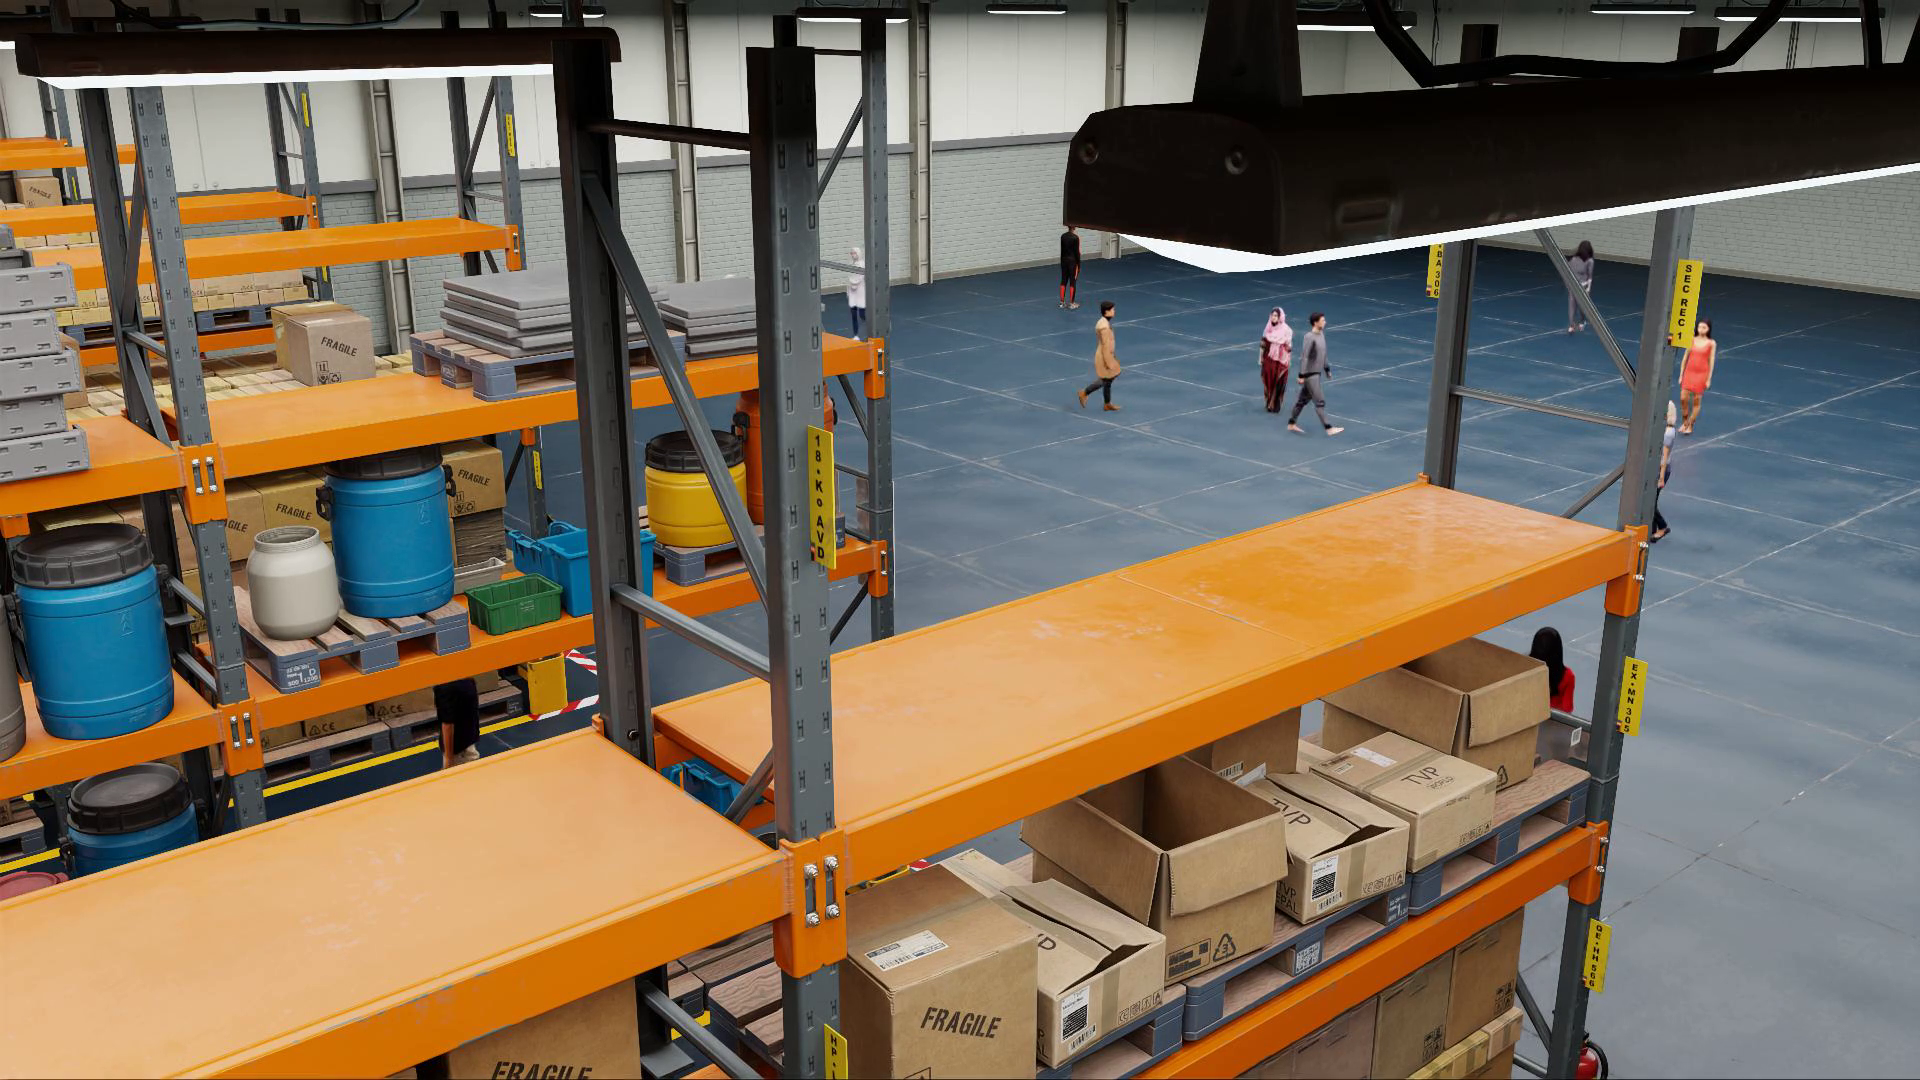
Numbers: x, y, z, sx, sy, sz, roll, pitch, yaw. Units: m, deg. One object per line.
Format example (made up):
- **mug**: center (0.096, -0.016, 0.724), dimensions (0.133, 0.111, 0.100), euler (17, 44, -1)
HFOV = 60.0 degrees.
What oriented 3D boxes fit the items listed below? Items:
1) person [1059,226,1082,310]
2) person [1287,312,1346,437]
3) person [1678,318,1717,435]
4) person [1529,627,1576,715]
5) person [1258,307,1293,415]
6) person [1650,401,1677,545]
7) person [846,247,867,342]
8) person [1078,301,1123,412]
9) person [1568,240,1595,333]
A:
- **person**: center (2.253, -5.690, 34.229), dimensions (0.669, 1.806, 0.624), euler (11, 21, 31)
- **person**: center (5.019, -2.403, 24.137), dimensions (1.038, 1.805, 1.173), euler (10, 21, 28)
- **person**: center (10.761, -2.393, 24.262), dimensions (0.677, 1.710, 0.664), euler (12, 22, 33)
- **person**: center (4.283, 1.474, 12.330), dimensions (0.727, 1.746, 0.770), euler (4, 18, 12)
- **person**: center (4.891, -2.777, 25.594), dimensions (0.791, 1.615, 0.969), euler (11, 21, 31)
- **person**: center (8.157, -0.759, 19.240), dimensions (0.787, 1.712, 0.717), euler (4, 18, 12)
- **person**: center (-1.846, -4.522, 30.709), dimensions (0.852, 1.765, 0.982), euler (7, 19, 21)
- **person**: center (2.149, -2.801, 25.519), dimensions (1.026, 1.708, 0.971), euler (2, 18, 5)
- **person**: center (11.720, -4.765, 31.533), dimensions (0.904, 1.718, 1.232), euler (10, 20, 27)
